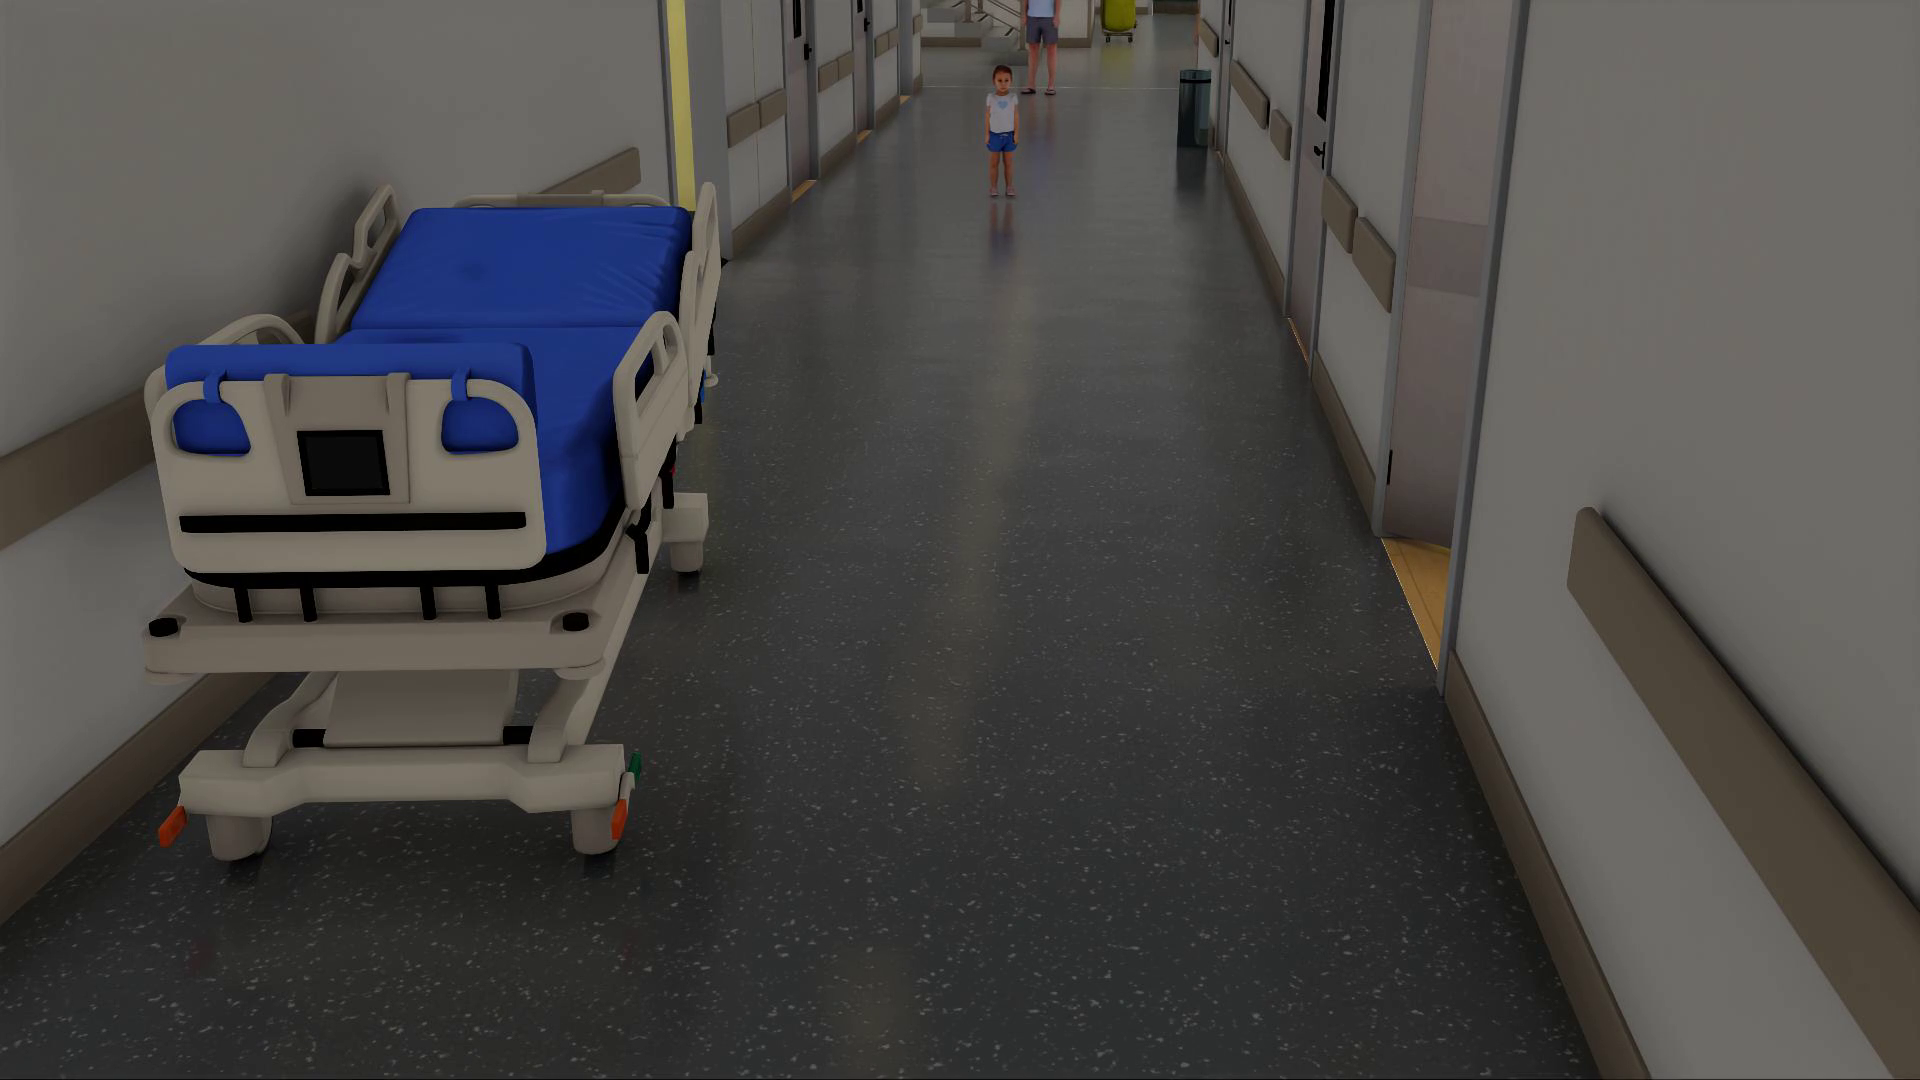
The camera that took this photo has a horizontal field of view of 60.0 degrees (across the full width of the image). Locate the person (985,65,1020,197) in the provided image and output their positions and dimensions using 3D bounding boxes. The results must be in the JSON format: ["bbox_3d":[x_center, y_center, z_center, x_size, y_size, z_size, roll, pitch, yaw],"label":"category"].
[{"bbox_3d":[0.330,-3.236,13.162,0.367,1.020,0.479,1,21,1],"label":"person"}]

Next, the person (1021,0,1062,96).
[{"bbox_3d":[1.031,-6.455,20.517,0.625,1.831,0.778,9,23,23],"label":"person"}]
